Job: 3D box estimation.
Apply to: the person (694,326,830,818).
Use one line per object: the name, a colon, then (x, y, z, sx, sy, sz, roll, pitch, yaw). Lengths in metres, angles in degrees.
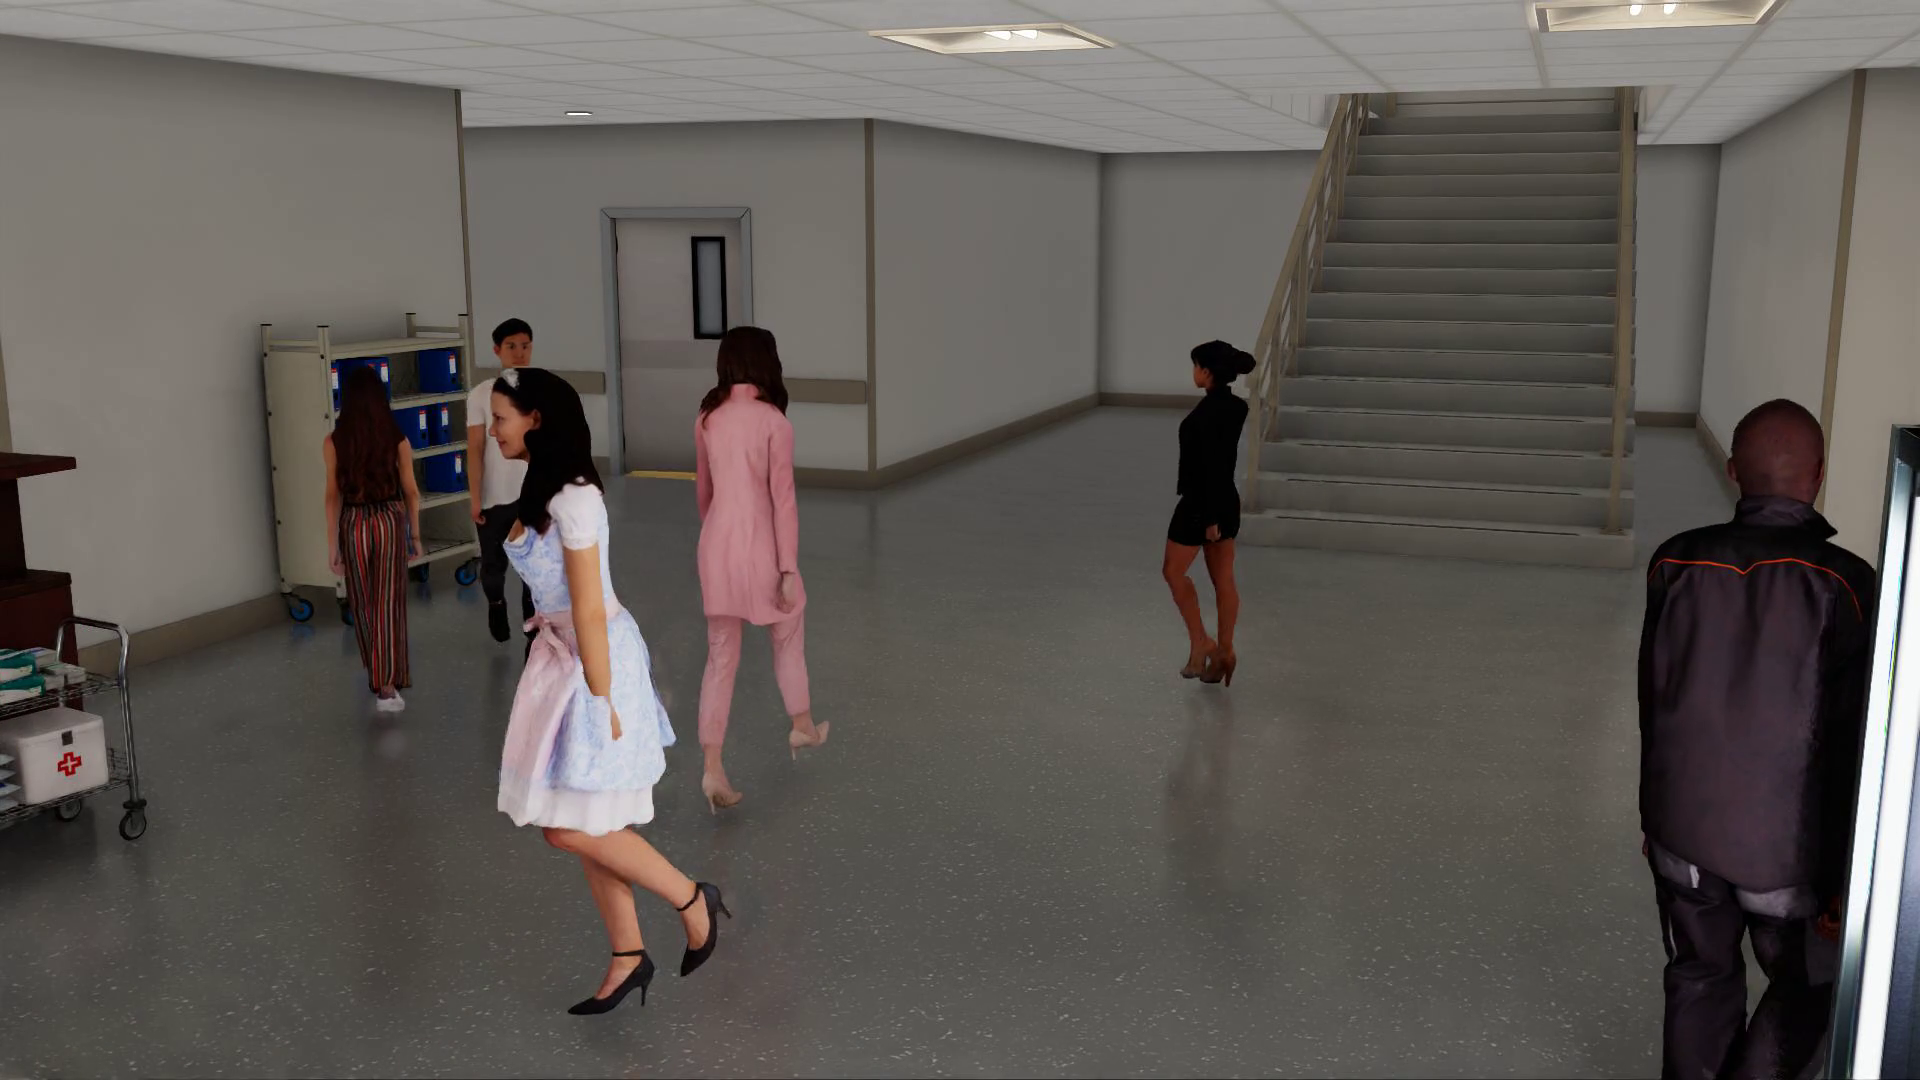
person: (-0.833, 0.147, 6.094, 0.668, 1.754, 1.102, 5, 12, 23)

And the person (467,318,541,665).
person: (-2.235, -0.233, 8.252, 1.049, 1.697, 1.144, -4, 12, -21)

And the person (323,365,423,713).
person: (-2.579, 0.029, 7.340, 0.978, 1.521, 1.142, -3, 11, -16)

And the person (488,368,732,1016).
person: (-0.920, 0.447, 4.449, 0.998, 1.779, 0.943, -5, 12, -23)

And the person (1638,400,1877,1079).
person: (1.575, 0.629, 3.426, 0.960, 1.801, 0.883, -10, 14, -41)

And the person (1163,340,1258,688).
person: (1.232, -0.100, 7.729, 0.728, 1.629, 0.663, 9, 14, 40)
